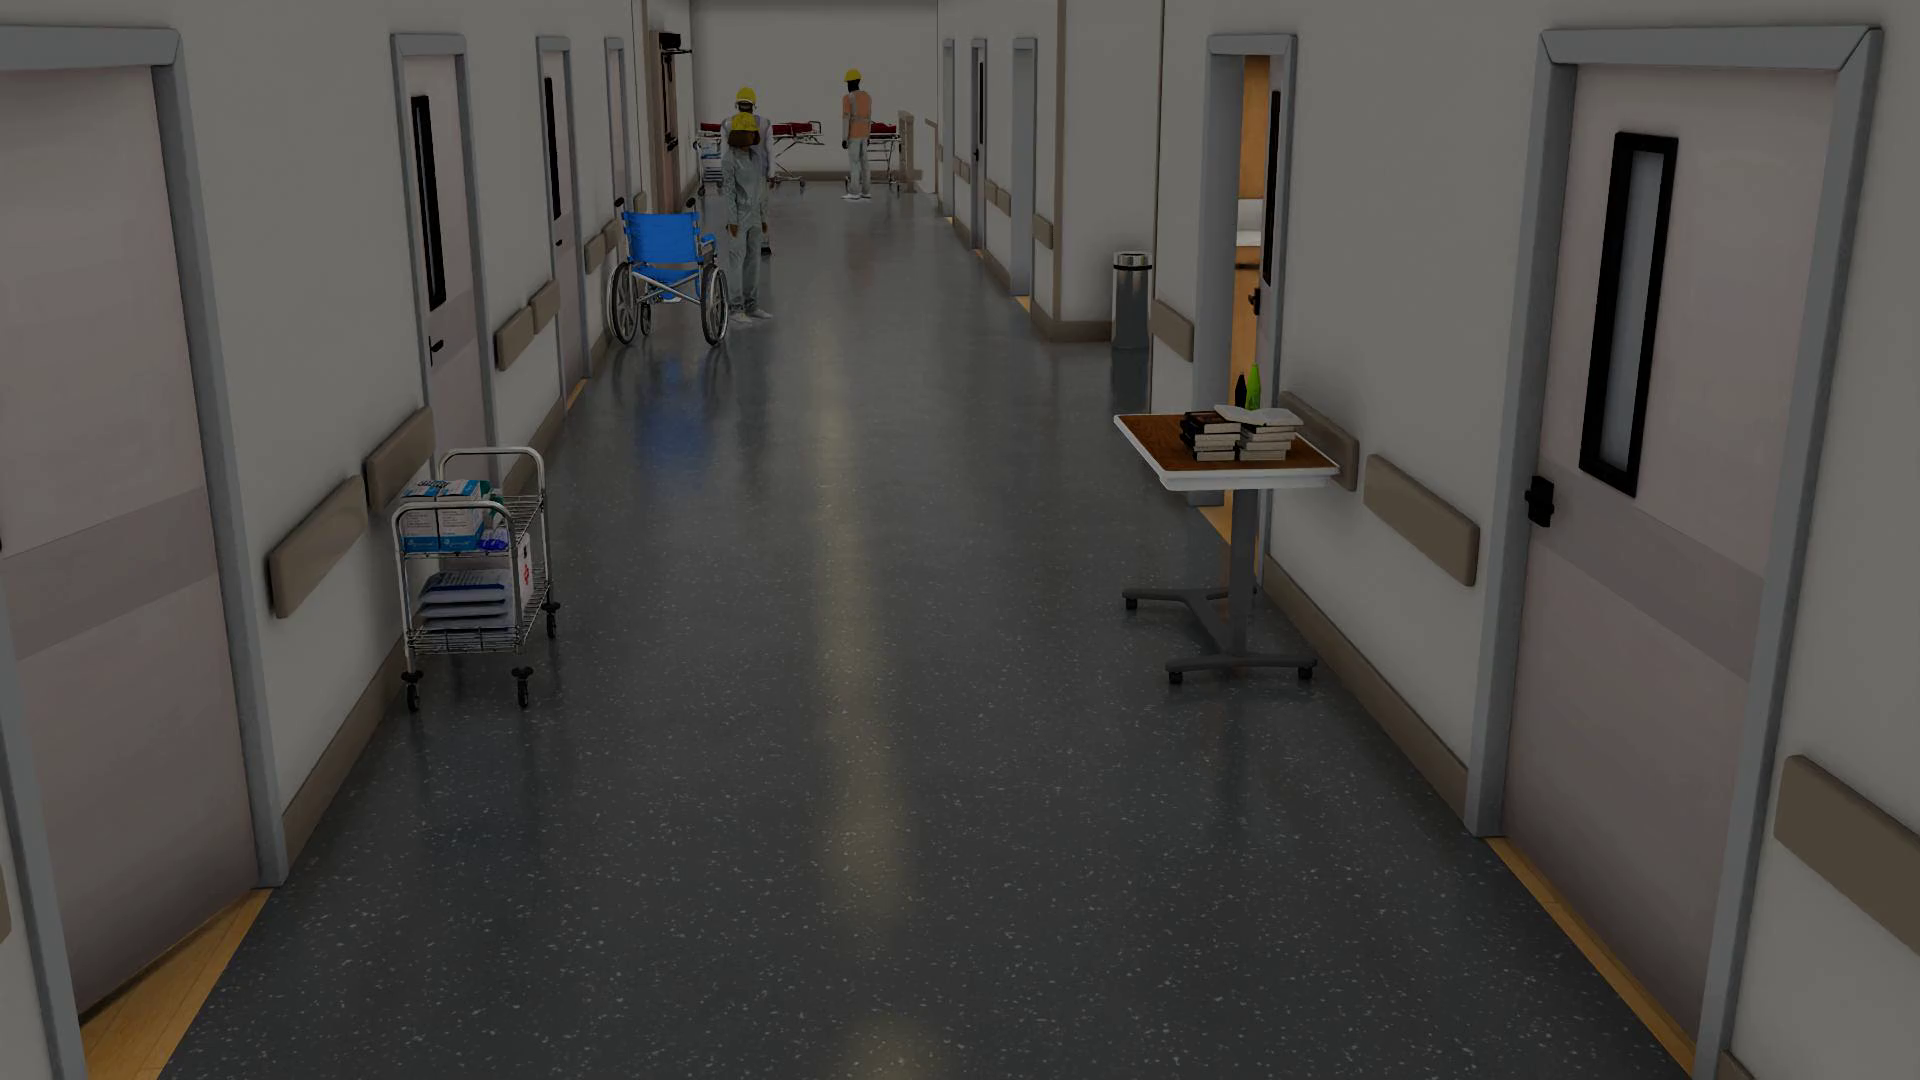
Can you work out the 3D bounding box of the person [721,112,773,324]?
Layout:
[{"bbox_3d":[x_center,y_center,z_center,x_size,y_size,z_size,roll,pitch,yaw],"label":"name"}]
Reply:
[{"bbox_3d":[-1.794,-2.707,14.006,0.294,1.744,0.486,9,19,27],"label":"person"}]

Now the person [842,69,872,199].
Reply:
[{"bbox_3d":[-1.573,-6.117,25.107,0.397,1.920,0.586,13,21,37],"label":"person"}]

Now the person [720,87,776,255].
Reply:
[{"bbox_3d":[-2.339,-4.067,18.398,0.599,1.830,0.404,-2,17,-8],"label":"person"}]
